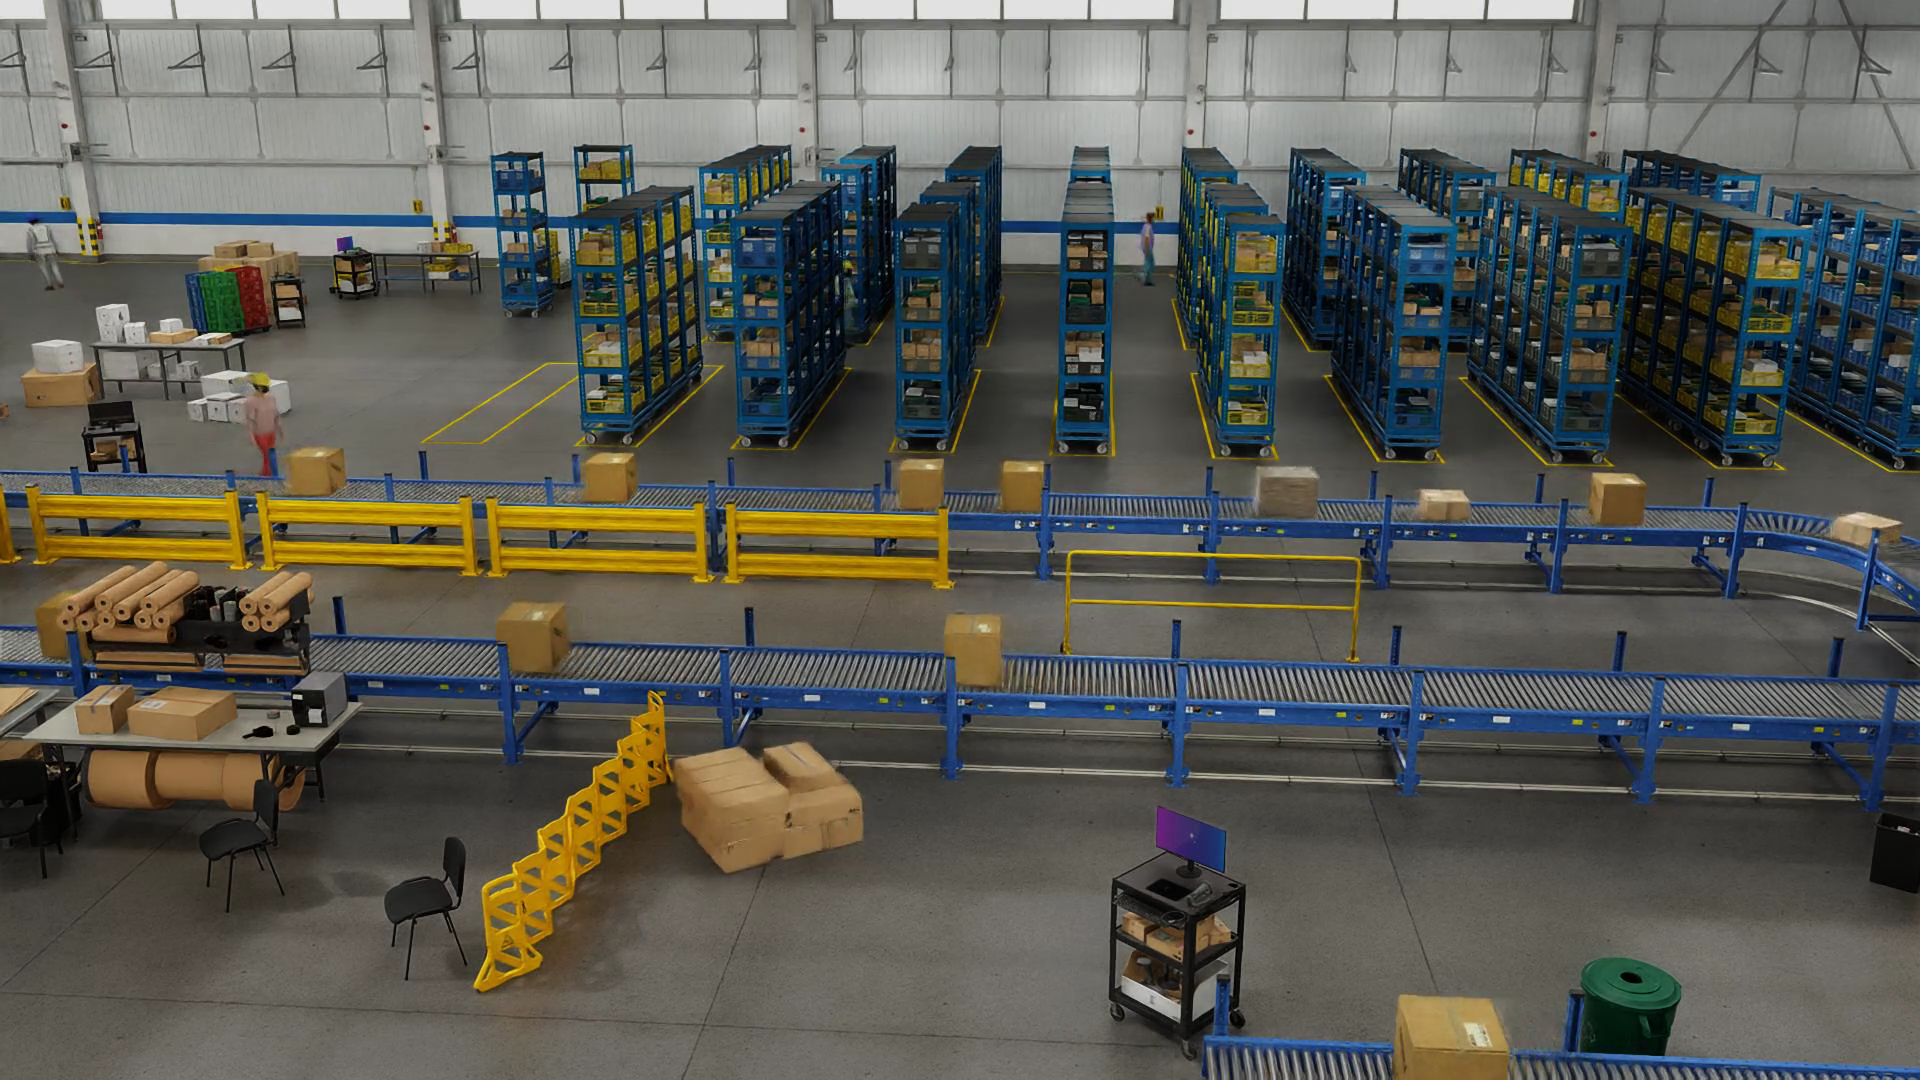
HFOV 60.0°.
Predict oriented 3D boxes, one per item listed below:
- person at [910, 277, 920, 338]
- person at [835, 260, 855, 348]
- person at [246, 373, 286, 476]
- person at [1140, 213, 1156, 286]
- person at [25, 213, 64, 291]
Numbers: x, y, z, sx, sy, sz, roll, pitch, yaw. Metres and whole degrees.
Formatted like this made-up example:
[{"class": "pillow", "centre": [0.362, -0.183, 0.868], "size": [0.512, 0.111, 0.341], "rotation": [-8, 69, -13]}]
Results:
[{"class": "person", "centre": [-0.734, -4.309, 31.967], "size": [0.381, 1.996, 0.608], "rotation": [15, 23, 40]}, {"class": "person", "centre": [-2.315, -4.775, 33.734], "size": [0.435, 1.812, 0.626], "rotation": [1, 18, 5]}, {"class": "person", "centre": [-9.716, -1.490, 23.410], "size": [0.553, 1.745, 0.552], "rotation": [5, 18, 16]}, {"class": "person", "centre": [4.719, -7.265, 41.602], "size": [0.449, 1.833, 0.592], "rotation": [2, 18, 7]}, {"class": "person", "centre": [-22.608, -7.091, 40.946], "size": [0.526, 1.899, 0.635], "rotation": [12, 21, 33]}]
